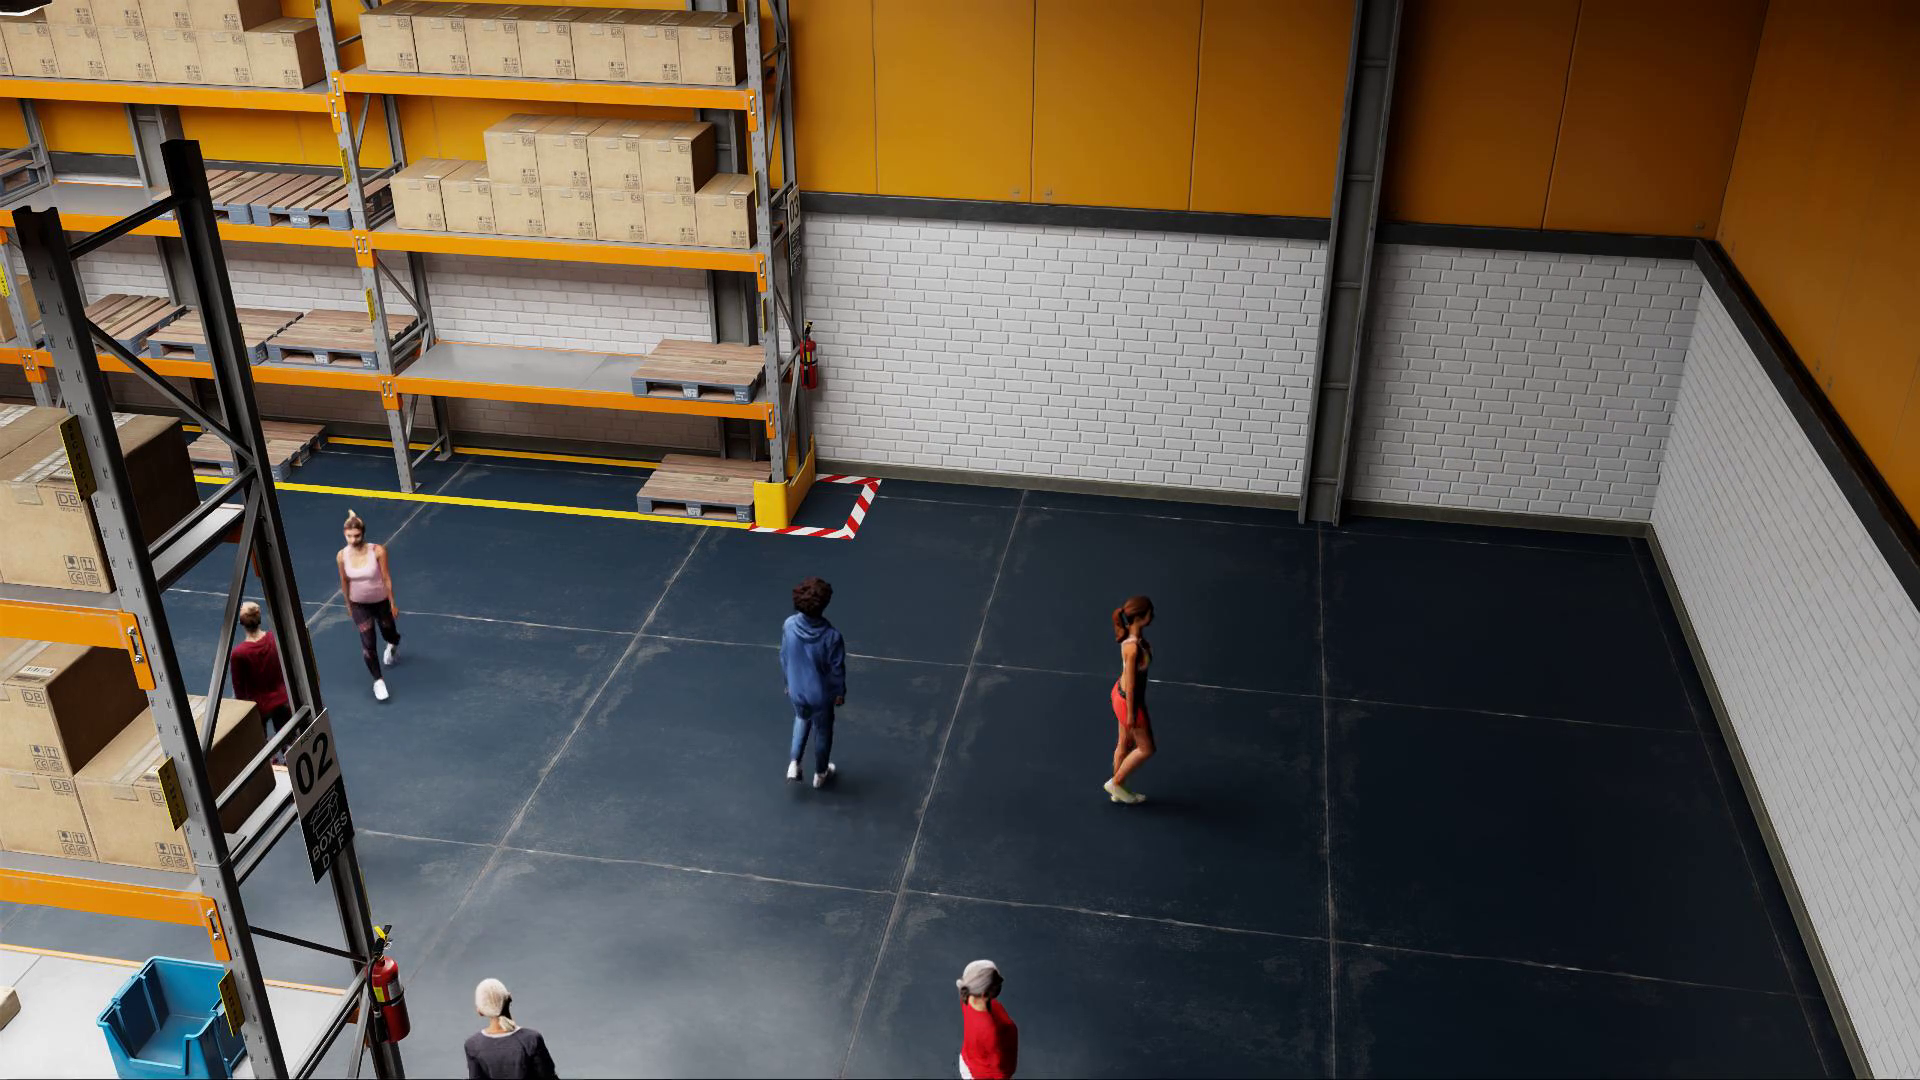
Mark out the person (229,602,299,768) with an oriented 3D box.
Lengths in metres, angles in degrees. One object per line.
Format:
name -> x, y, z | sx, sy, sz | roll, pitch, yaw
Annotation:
person -> -5.086, 1.222, 12.330 | 0.764, 1.689, 0.814 | -24, 36, -36

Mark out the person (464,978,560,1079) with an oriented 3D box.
person -> -2.365, 3.112, 8.877 | 1.129, 1.678, 0.837 | 0, 29, 0

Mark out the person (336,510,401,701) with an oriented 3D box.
person -> -4.866, 0.476, 13.760 | 0.958, 1.629, 0.878 | -5, 29, -9

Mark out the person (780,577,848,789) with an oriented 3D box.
person -> -1.138, 1.119, 12.401 | 0.760, 1.802, 0.843 | 13, 31, 22

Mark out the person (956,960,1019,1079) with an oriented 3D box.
person -> 0.076, 2.991, 9.108 | 1.095, 1.669, 0.920 | -12, 31, -21

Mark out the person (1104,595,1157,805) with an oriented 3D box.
person -> 1.177, 1.200, 12.269 | 0.617, 1.785, 0.634 | 2, 29, 3
